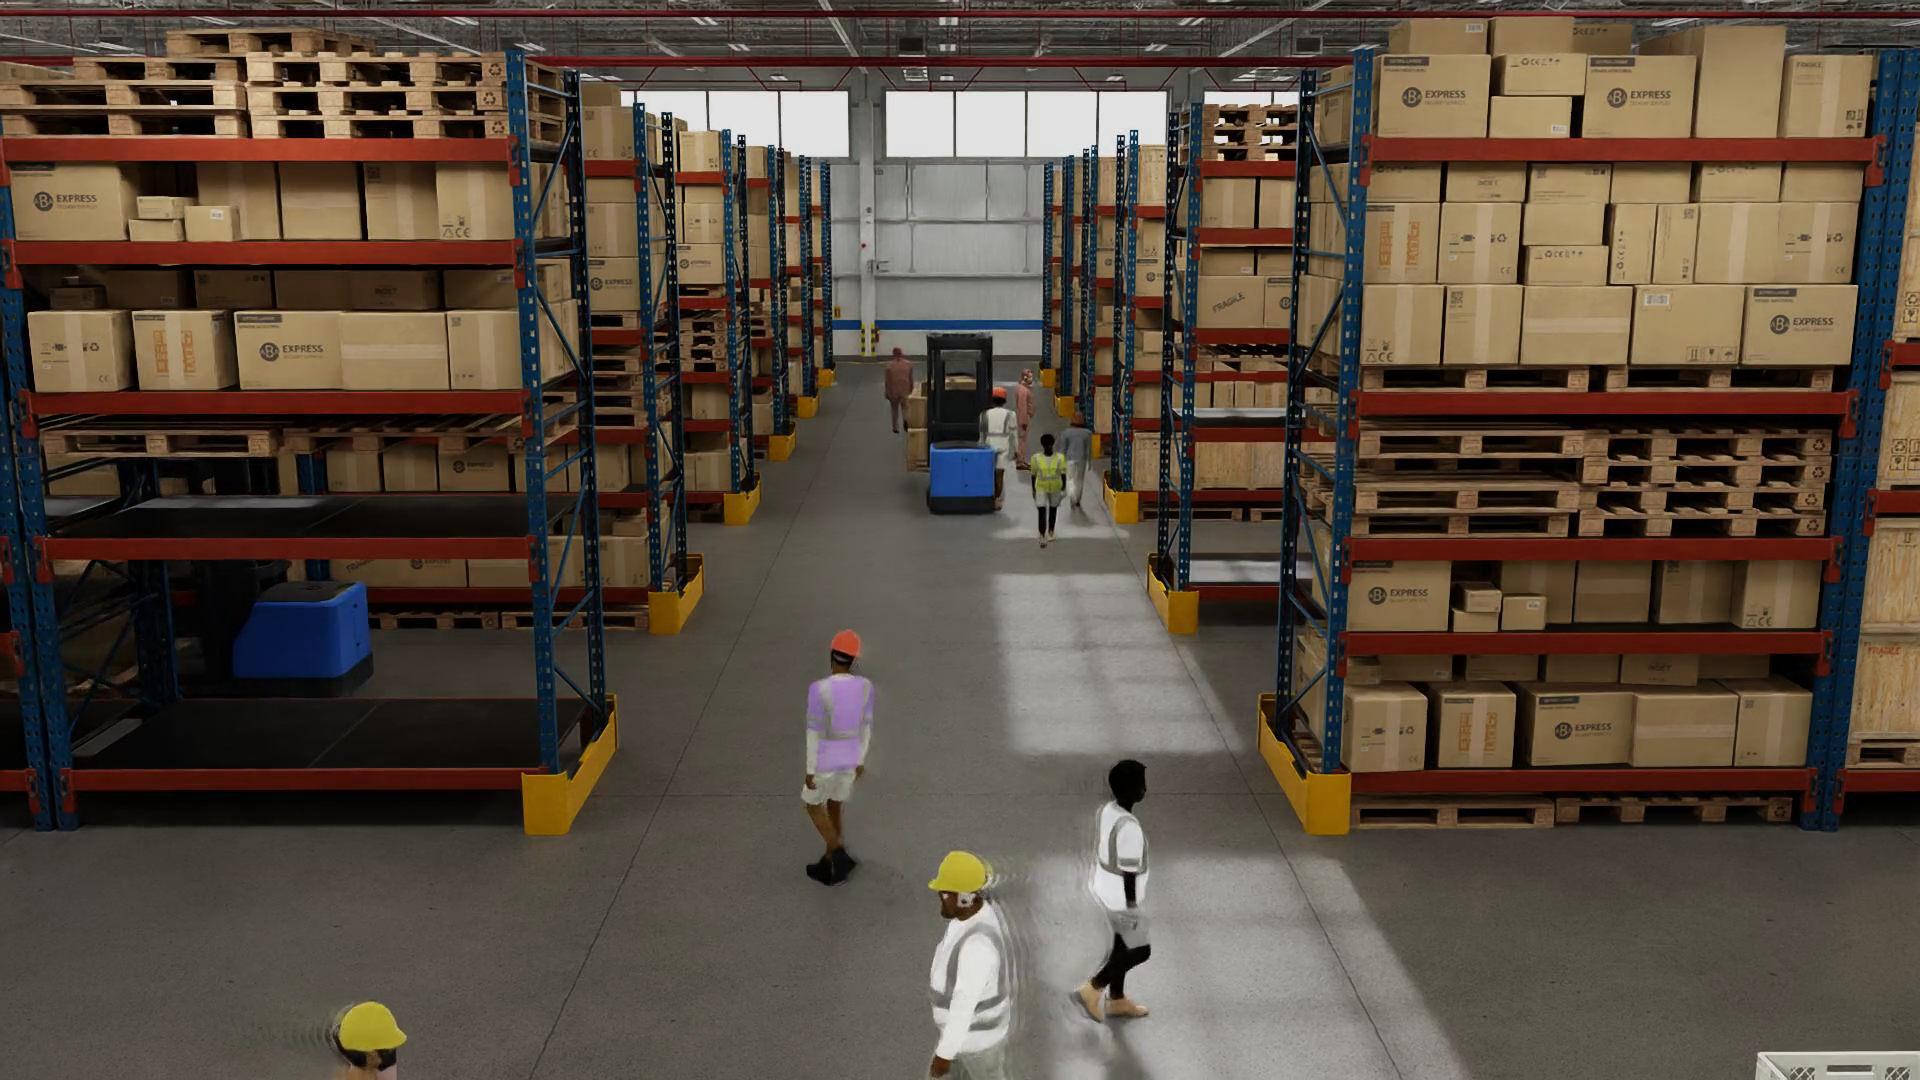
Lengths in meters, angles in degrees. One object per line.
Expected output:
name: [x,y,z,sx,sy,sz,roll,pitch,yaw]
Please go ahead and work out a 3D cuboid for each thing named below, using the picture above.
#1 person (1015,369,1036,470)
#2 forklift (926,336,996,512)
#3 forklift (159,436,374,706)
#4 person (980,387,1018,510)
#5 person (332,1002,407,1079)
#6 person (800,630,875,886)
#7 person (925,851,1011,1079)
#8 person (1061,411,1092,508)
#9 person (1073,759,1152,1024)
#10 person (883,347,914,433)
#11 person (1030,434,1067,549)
person: [1.240,-2.281,31.460,0.397,1.900,0.649,1,11,3]
forklift: [0.012,-1.954,27.385,1.129,2.768,1.873,0,11,-2]
forklift: [-7.089,0.186,16.777,1.873,2.768,1.129,0,11,-1]
person: [0.634,-1.516,27.466,0.628,1.990,1.062,2,12,10]
person: [-2.549,2.735,6.970,0.701,1.744,0.529,1,11,6]
person: [-0.872,1.612,12.145,0.584,1.897,0.510,-8,14,-34]
person: [-0.065,2.434,8.349,0.891,1.792,0.595,-1,11,-7]
person: [1.919,-1.306,27.303,0.517,1.615,0.542,0,11,1]
person: [0.956,2.138,10.062,0.416,1.685,0.550,-1,11,-7]
person: [-1.351,-3.285,36.435,0.675,1.888,0.424,-2,12,-10]
person: [1.298,-0.739,24.414,0.531,1.649,0.875,0,11,-2]
